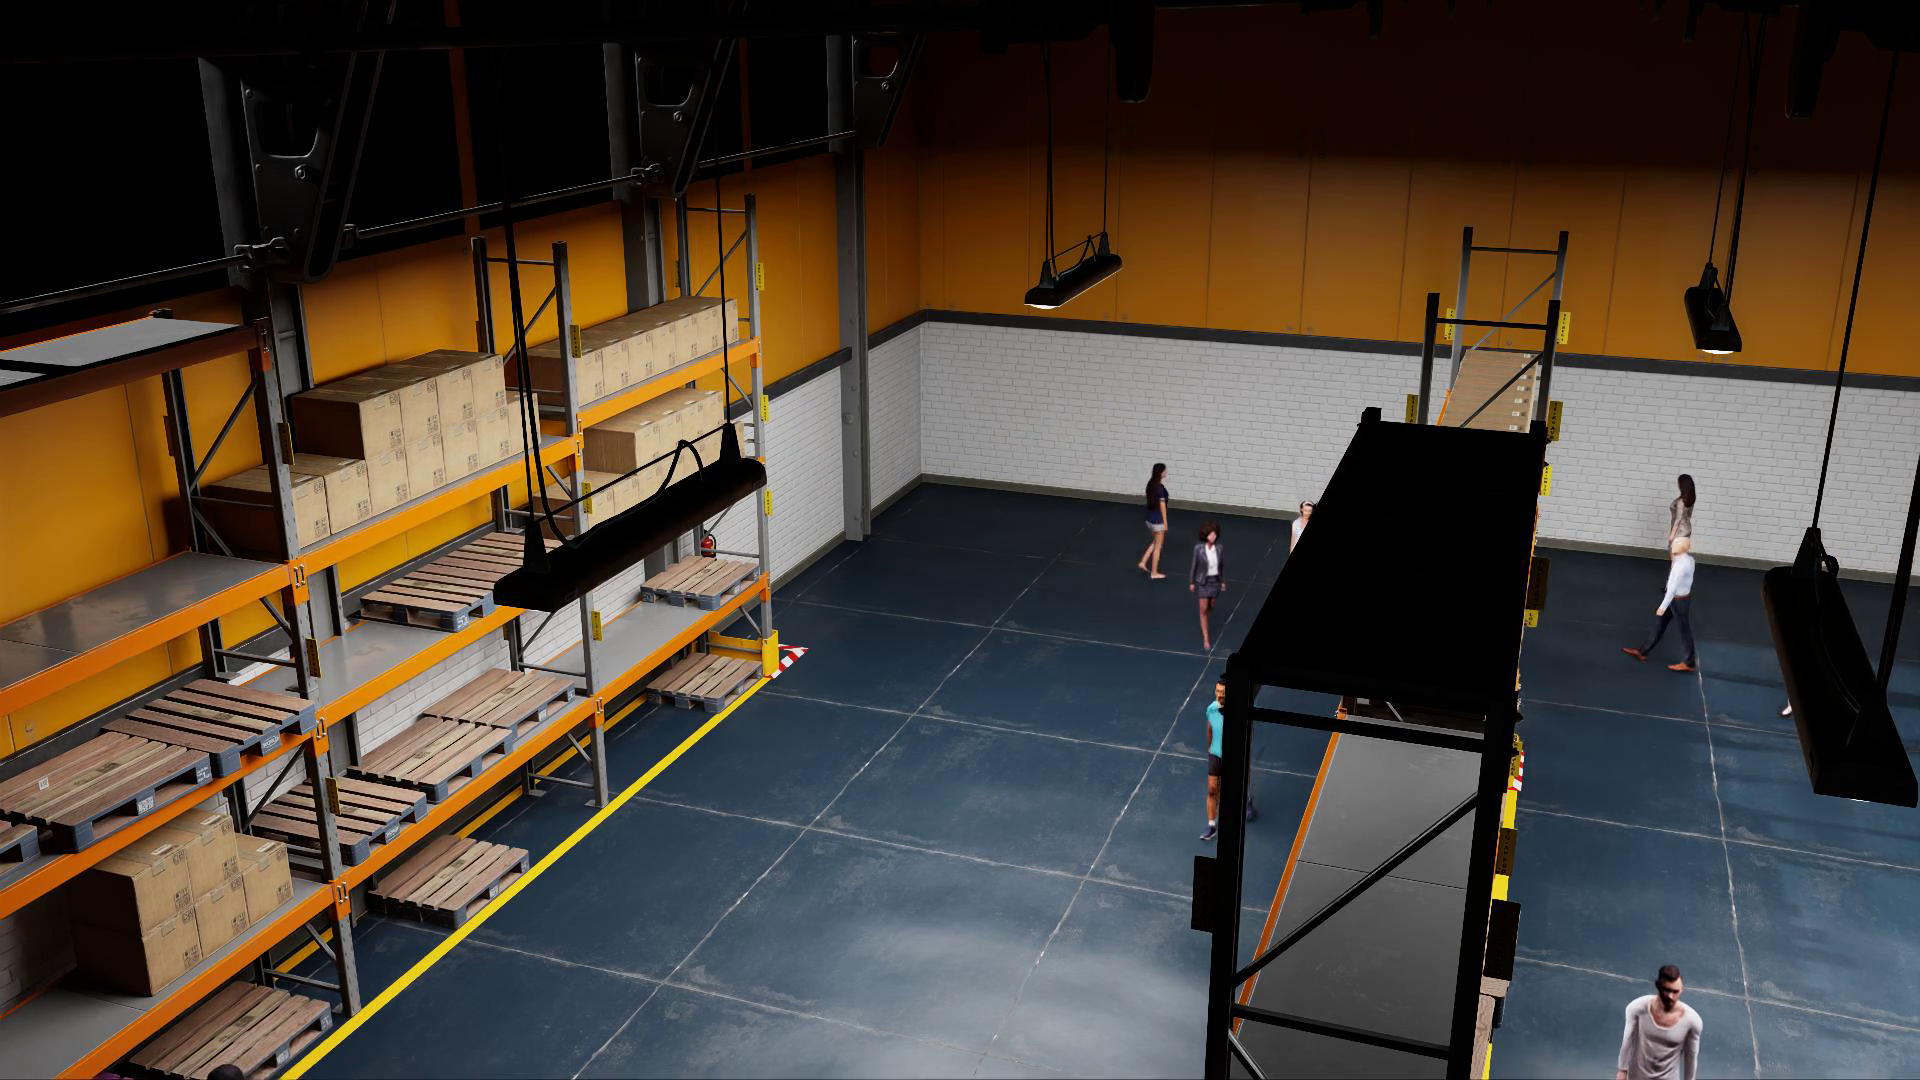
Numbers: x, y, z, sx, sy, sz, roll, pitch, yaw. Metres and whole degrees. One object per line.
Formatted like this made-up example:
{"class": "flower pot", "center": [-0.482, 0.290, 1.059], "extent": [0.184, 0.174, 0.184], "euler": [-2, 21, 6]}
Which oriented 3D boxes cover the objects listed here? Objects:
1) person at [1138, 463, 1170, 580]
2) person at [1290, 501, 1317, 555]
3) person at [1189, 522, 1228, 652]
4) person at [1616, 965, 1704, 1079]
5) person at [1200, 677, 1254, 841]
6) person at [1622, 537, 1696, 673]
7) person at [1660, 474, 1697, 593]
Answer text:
{"class": "person", "center": [2.780, -0.264, 24.239], "extent": [0.813, 1.758, 0.750], "euler": [-7, 20, -19]}
{"class": "person", "center": [4.638, 0.309, 22.473], "extent": [0.768, 1.799, 1.035], "euler": [3, 19, 9]}
{"class": "person", "center": [3.250, 0.566, 21.914], "extent": [0.934, 1.668, 1.063], "euler": [-4, 19, -12]}
{"class": "person", "center": [4.960, 3.835, 11.935], "extent": [0.684, 1.841, 0.606], "euler": [9, 20, 24]}
{"class": "person", "center": [2.764, 2.188, 16.973], "extent": [0.821, 1.748, 1.138], "euler": [14, 23, 36]}
{"class": "person", "center": [9.125, 0.851, 20.944], "extent": [0.761, 1.748, 1.058], "euler": [8, 20, 22]}
{"class": "person", "center": [10.295, -0.099, 23.773], "extent": [0.596, 1.743, 0.725], "euler": [-17, 25, -41]}
